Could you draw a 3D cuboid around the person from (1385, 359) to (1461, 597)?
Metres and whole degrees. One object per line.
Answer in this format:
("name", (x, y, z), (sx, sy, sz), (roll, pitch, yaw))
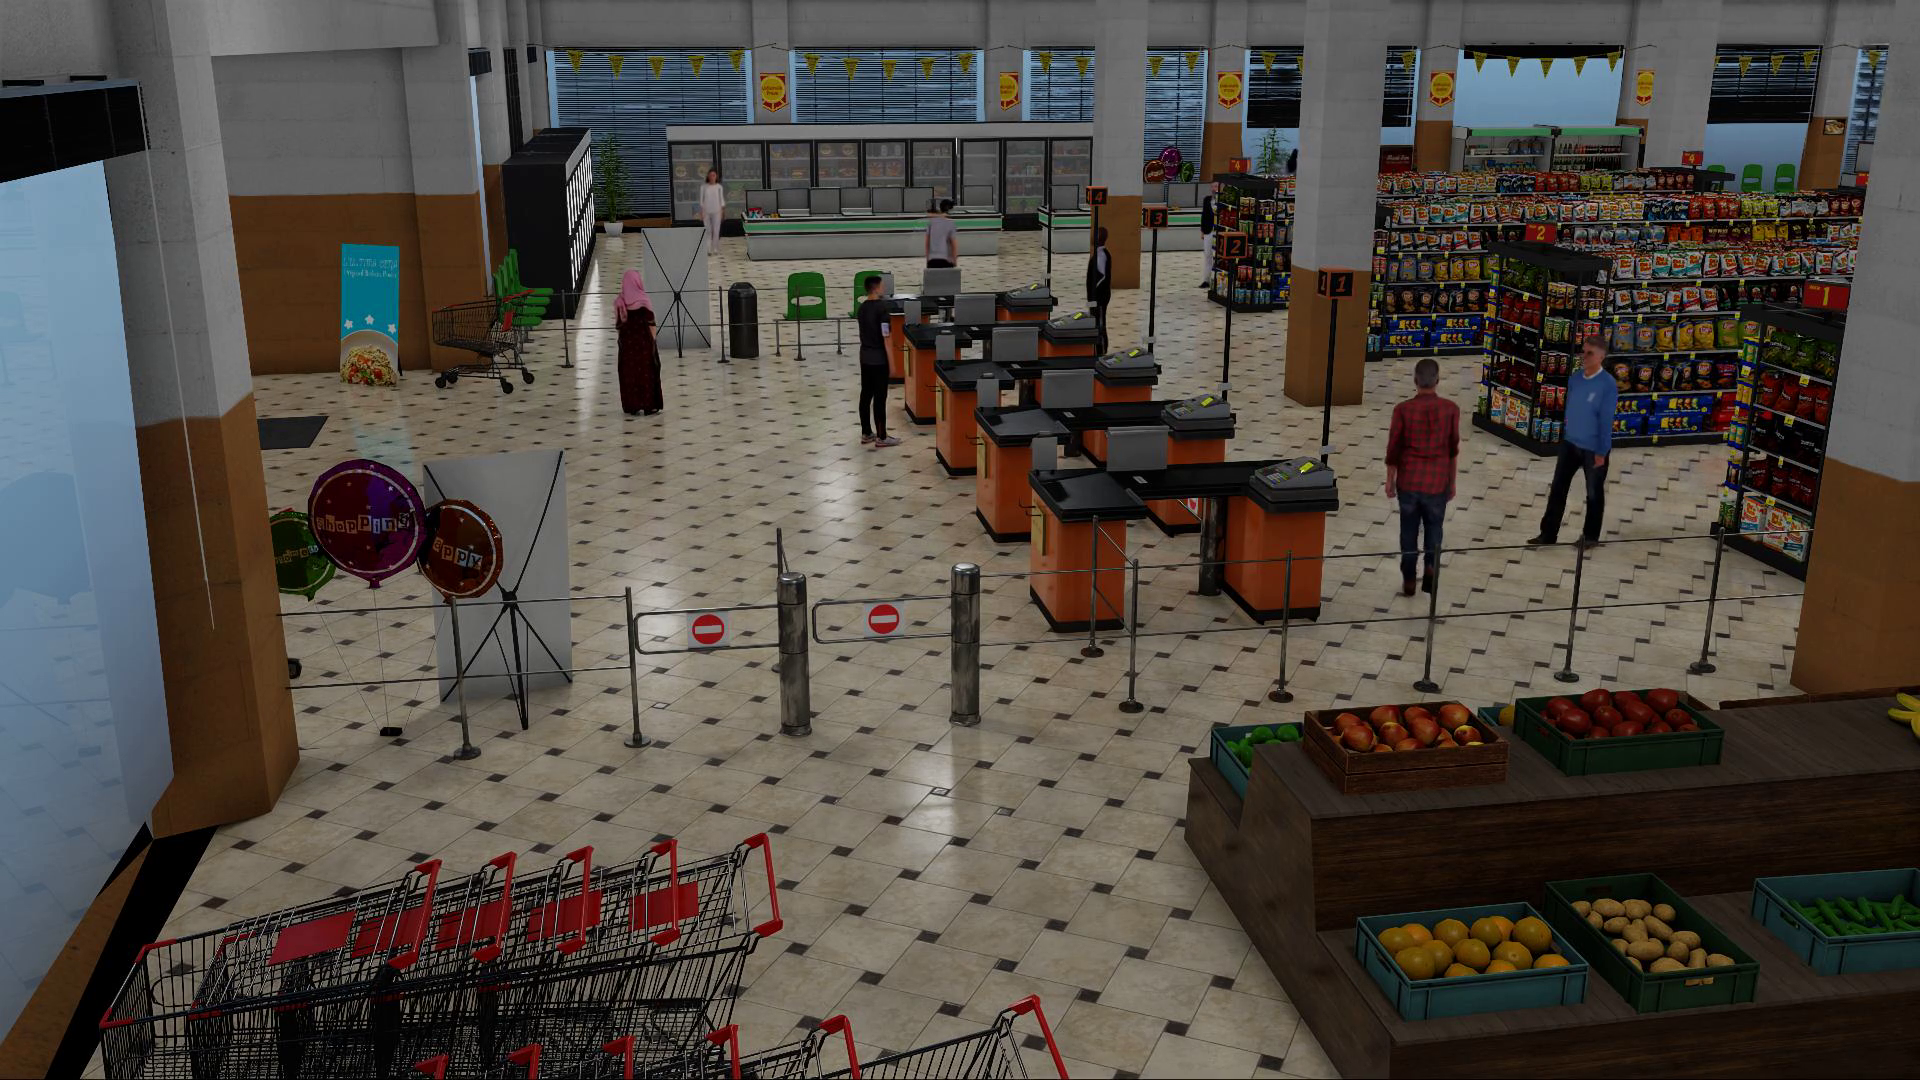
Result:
("person", (3.465, -0.417, 12.429), (0.874, 1.808, 0.904), (4, 17, 12))

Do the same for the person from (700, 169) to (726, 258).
("person", (-4.767, -6.281, 32.029), (0.999, 1.641, 0.697), (-2, 17, -8))

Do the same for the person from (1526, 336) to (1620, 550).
("person", (5.214, -0.796, 13.694), (1.019, 1.798, 0.883), (-12, 20, -33))

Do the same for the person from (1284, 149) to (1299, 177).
("person", (7.304, -7.789, 36.885), (0.789, 1.704, 0.796), (12, 21, 35))

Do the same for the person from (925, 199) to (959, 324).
("person", (-0.331, -4.007, 24.229), (1.102, 1.820, 1.091), (4, 17, 12))

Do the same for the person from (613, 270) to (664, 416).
("person", (-3.626, -2.218, 18.651), (0.673, 1.638, 0.808), (4, 17, 12))

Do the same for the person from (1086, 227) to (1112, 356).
("person", (1.773, -3.057, 21.088), (0.688, 1.828, 0.733), (4, 17, 12))

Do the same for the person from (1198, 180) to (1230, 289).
("person", (4.294, -5.149, 27.953), (0.691, 1.843, 0.791), (8, 19, 25))

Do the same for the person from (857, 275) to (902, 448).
("person", (-0.888, -1.860, 17.257), (0.726, 1.764, 0.724), (-14, 22, -38))
